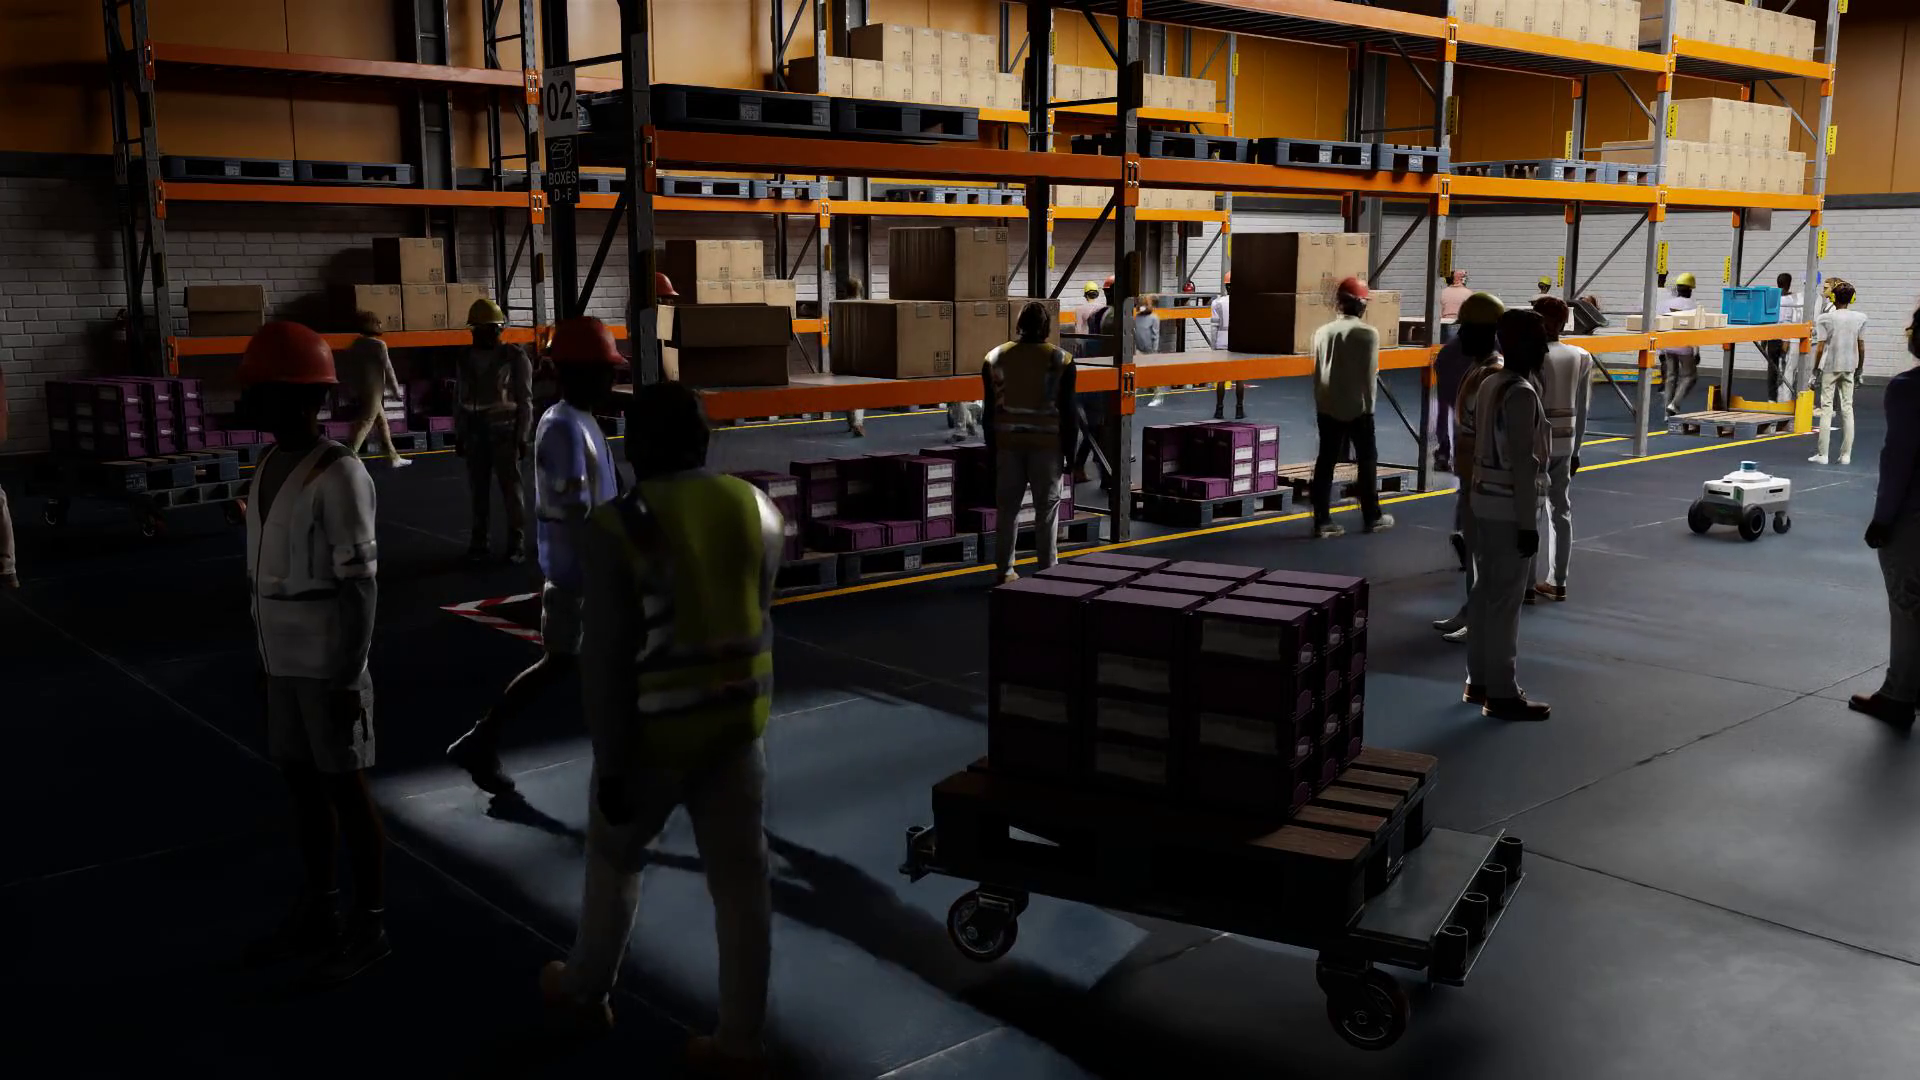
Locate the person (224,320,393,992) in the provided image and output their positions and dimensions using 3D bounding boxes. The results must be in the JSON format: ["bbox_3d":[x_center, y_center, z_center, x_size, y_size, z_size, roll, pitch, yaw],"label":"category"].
[{"bbox_3d":[-1.910,0.337,4.860,0.545,1.942,0.354,8,12,38],"label":"person"}]

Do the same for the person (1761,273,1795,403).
[{"bbox_3d":[11.712,-2.860,23.721,0.580,1.898,0.812,5,11,28],"label":"person"}]

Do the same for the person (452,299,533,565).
[{"bbox_3d":[-3.240,-0.741,11.487,0.590,1.833,0.404,2,10,14],"label":"person"}]

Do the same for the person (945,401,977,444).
[{"bbox_3d":[0.000,-2.005,18.991,0.611,1.799,0.670,8,13,41],"label":"person"}]

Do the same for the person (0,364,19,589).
[{"bbox_3d":[-6.280,-0.669,10.588,0.395,1.993,0.616,-5,11,-28],"label":"person"}]

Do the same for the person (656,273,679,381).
[{"bbox_3d":[-2.345,-1.066,12.915,0.376,1.995,0.612,-5,11,-26],"label":"person"}]

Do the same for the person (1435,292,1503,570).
[{"bbox_3d":[3.446,-0.700,11.079,0.590,1.888,0.666,-9,13,-42],"label":"person"}]

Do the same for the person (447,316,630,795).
[{"bbox_3d":[-1.552,0.075,6.527,0.932,1.904,0.544,0,10,0],"label":"person"}]

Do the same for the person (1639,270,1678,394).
[{"bbox_3d":[10.781,-3.231,25.715,0.599,1.958,0.377,2,10,12],"label":"person"}]

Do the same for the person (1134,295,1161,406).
[{"bbox_3d":[2.585,-2.635,23.289,0.513,1.581,0.888,9,13,41],"label":"person"}]

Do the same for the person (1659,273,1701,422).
[{"bbox_3d":[9.163,-2.439,21.183,0.413,1.909,0.609,-6,12,-32],"label":"person"}]

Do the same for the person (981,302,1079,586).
[{"bbox_3d":[0.454,-0.590,10.605,0.628,1.837,0.429,3,10,16],"label":"person"}]

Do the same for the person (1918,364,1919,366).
[{"bbox_3d":[14.633,-3.017,24.774,1.043,1.846,0.654,1,10,4],"label":"person"}]

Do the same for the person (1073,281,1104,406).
[{"bbox_3d":[1.844,-2.765,23.534,0.533,1.767,0.312,-4,10,-20],"label":"person"}]

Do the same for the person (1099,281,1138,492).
[{"bbox_3d":[1.435,-1.399,15.033,0.372,1.940,0.630,-1,10,-5],"label":"person"}]

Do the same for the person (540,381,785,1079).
[{"bbox_3d":[-0.792,0.487,4.388,0.635,1.798,0.915,-9,13,-42],"label":"person"}]

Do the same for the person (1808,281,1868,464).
[{"bbox_3d":[8.972,-1.705,17.019,0.519,1.874,0.326,1,10,7],"label":"person"}]

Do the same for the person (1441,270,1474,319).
[{"bbox_3d":[7.923,-3.335,26.464,0.406,1.904,0.654,-8,13,-40],"label":"person"}]

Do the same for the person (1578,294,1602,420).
[{"bbox_3d":[8.026,-2.350,21.469,0.436,1.624,0.548,-5,11,-28],"label":"person"}]

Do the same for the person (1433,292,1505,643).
[{"bbox_3d":[2.853,-0.394,9.179,0.371,1.927,0.588,1,10,8],"label":"person"}]

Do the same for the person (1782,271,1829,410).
[{"bbox_3d":[11.679,-2.763,22.996,0.603,1.946,0.389,1,10,4],"label":"person"}]

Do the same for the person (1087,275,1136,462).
[{"bbox_3d":[1.574,-1.754,17.142,0.543,1.928,0.374,9,13,42],"label":"person"}]

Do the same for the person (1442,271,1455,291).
[{"bbox_3d":[8.544,-3.757,29.034,0.511,1.872,0.329,8,12,39],"label":"person"}]

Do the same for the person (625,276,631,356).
[{"bbox_3d":[-3.473,-2.020,18.363,0.374,2.044,0.605,-6,11,-31],"label":"person"}]

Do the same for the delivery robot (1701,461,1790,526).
[{"bbox_3d":[6.002,-0.356,12.696,0.707,0.478,0.477,-6,12,-32],"label":"delivery robot"}]

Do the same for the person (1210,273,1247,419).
[{"bbox_3d":[3.553,-2.537,21.741,0.571,1.930,0.402,2,10,11],"label":"person"}]

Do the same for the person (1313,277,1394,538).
[{"bbox_3d":[3.001,-1.007,12.661,0.904,1.956,0.650,-8,13,-40],"label":"person"}]

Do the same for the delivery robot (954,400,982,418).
[{"bbox_3d":[0.098,-1.727,20.719,0.477,0.478,0.707,0,10,0],"label":"delivery robot"}]

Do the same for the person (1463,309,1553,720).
[{"bbox_3d":[2.552,-0.120,7.709,0.356,1.883,0.573,0,10,-1],"label":"person"}]

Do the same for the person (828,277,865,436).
[{"bbox_3d":[-1.257,-2.184,19.806,0.635,1.895,1.009,1,10,6],"label":"person"}]

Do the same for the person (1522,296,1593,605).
[{"bbox_3d":[3.565,-0.543,10.181,0.575,1.884,0.355,-4,10,-20],"label":"person"}]

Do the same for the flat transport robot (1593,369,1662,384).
[{"bbox_3d":[11.089,-2.744,27.779,1.431,0.197,0.652,3,10,18],"label":"flat transport robot"}]

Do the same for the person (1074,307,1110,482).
[{"bbox_3d":[1.310,-1.369,15.678,0.711,1.644,0.596,-5,11,-26],"label":"person"}]

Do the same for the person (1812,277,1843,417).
[{"bbox_3d":[11.503,-2.544,22.005,0.346,1.846,0.505,3,10,16],"label":"person"}]

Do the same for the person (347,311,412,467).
[{"bbox_3d":[-5.815,-1.460,16.421,0.501,1.591,0.867,8,13,39],"label":"person"}]

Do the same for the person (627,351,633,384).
[{"bbox_3d":[-3.195,-1.654,17.289,0.549,1.685,0.394,6,11,31],"label":"person"}]

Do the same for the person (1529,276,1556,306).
[{"bbox_3d":[10.405,-3.816,29.687,0.524,1.769,0.309,10,14,44],"label":"person"}]

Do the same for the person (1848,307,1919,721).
[{"bbox_3d":[4.425,-0.135,7.631,0.633,1.940,0.368,-4,11,-23],"label":"person"}]
